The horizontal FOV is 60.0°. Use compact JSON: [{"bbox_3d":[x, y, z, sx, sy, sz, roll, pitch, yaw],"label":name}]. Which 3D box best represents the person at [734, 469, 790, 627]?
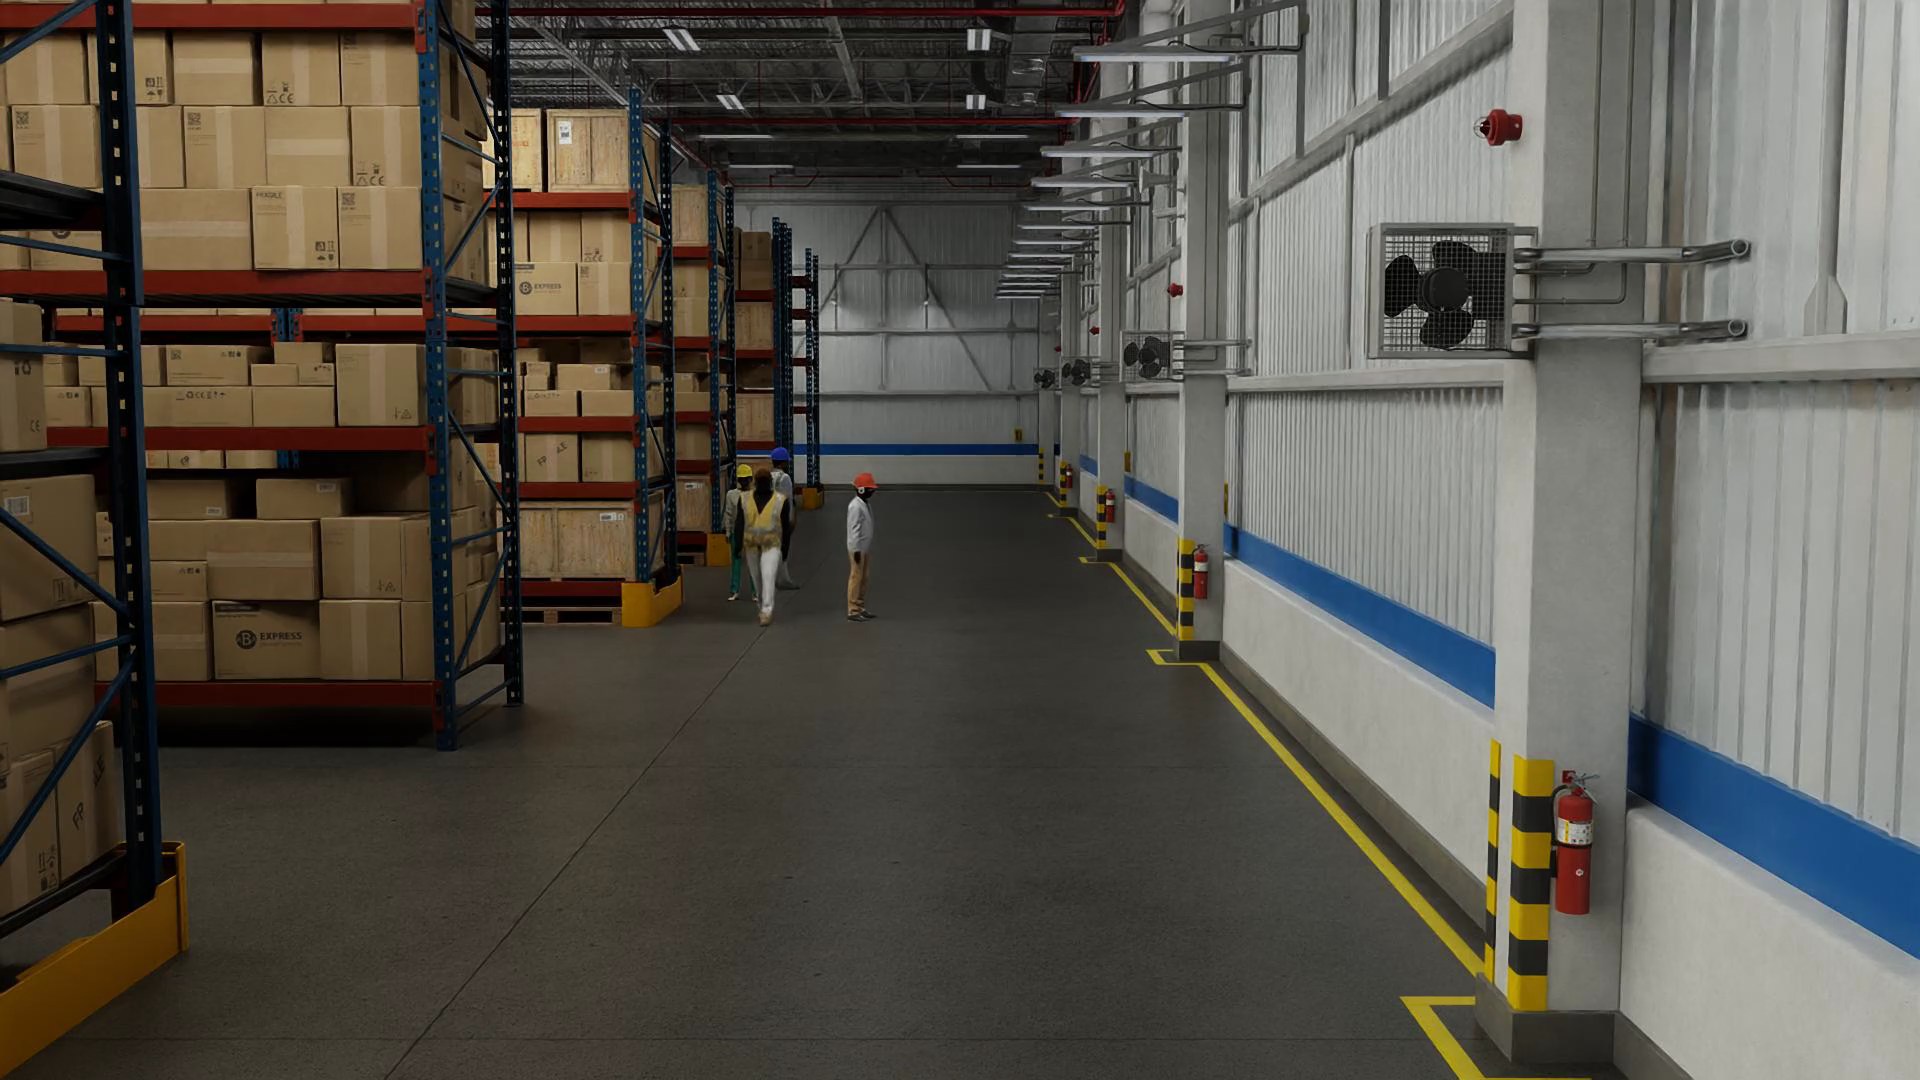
[{"bbox_3d":[-2.290,0.070,19.350,0.624,1.803,0.946,1,5,7],"label":"person"}]

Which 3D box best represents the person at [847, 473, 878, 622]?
[{"bbox_3d":[-1.135,0.082,19.513,0.351,1.743,0.573,1,5,14],"label":"person"}]

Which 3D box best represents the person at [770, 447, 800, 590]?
[{"bbox_3d":[-2.459,-0.289,22.646,0.389,1.949,0.604,-4,7,-42],"label":"person"}]

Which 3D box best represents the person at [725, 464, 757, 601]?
[{"bbox_3d":[-2.760,-0.087,21.352,0.523,1.769,0.313,0,5,1],"label":"person"}]
